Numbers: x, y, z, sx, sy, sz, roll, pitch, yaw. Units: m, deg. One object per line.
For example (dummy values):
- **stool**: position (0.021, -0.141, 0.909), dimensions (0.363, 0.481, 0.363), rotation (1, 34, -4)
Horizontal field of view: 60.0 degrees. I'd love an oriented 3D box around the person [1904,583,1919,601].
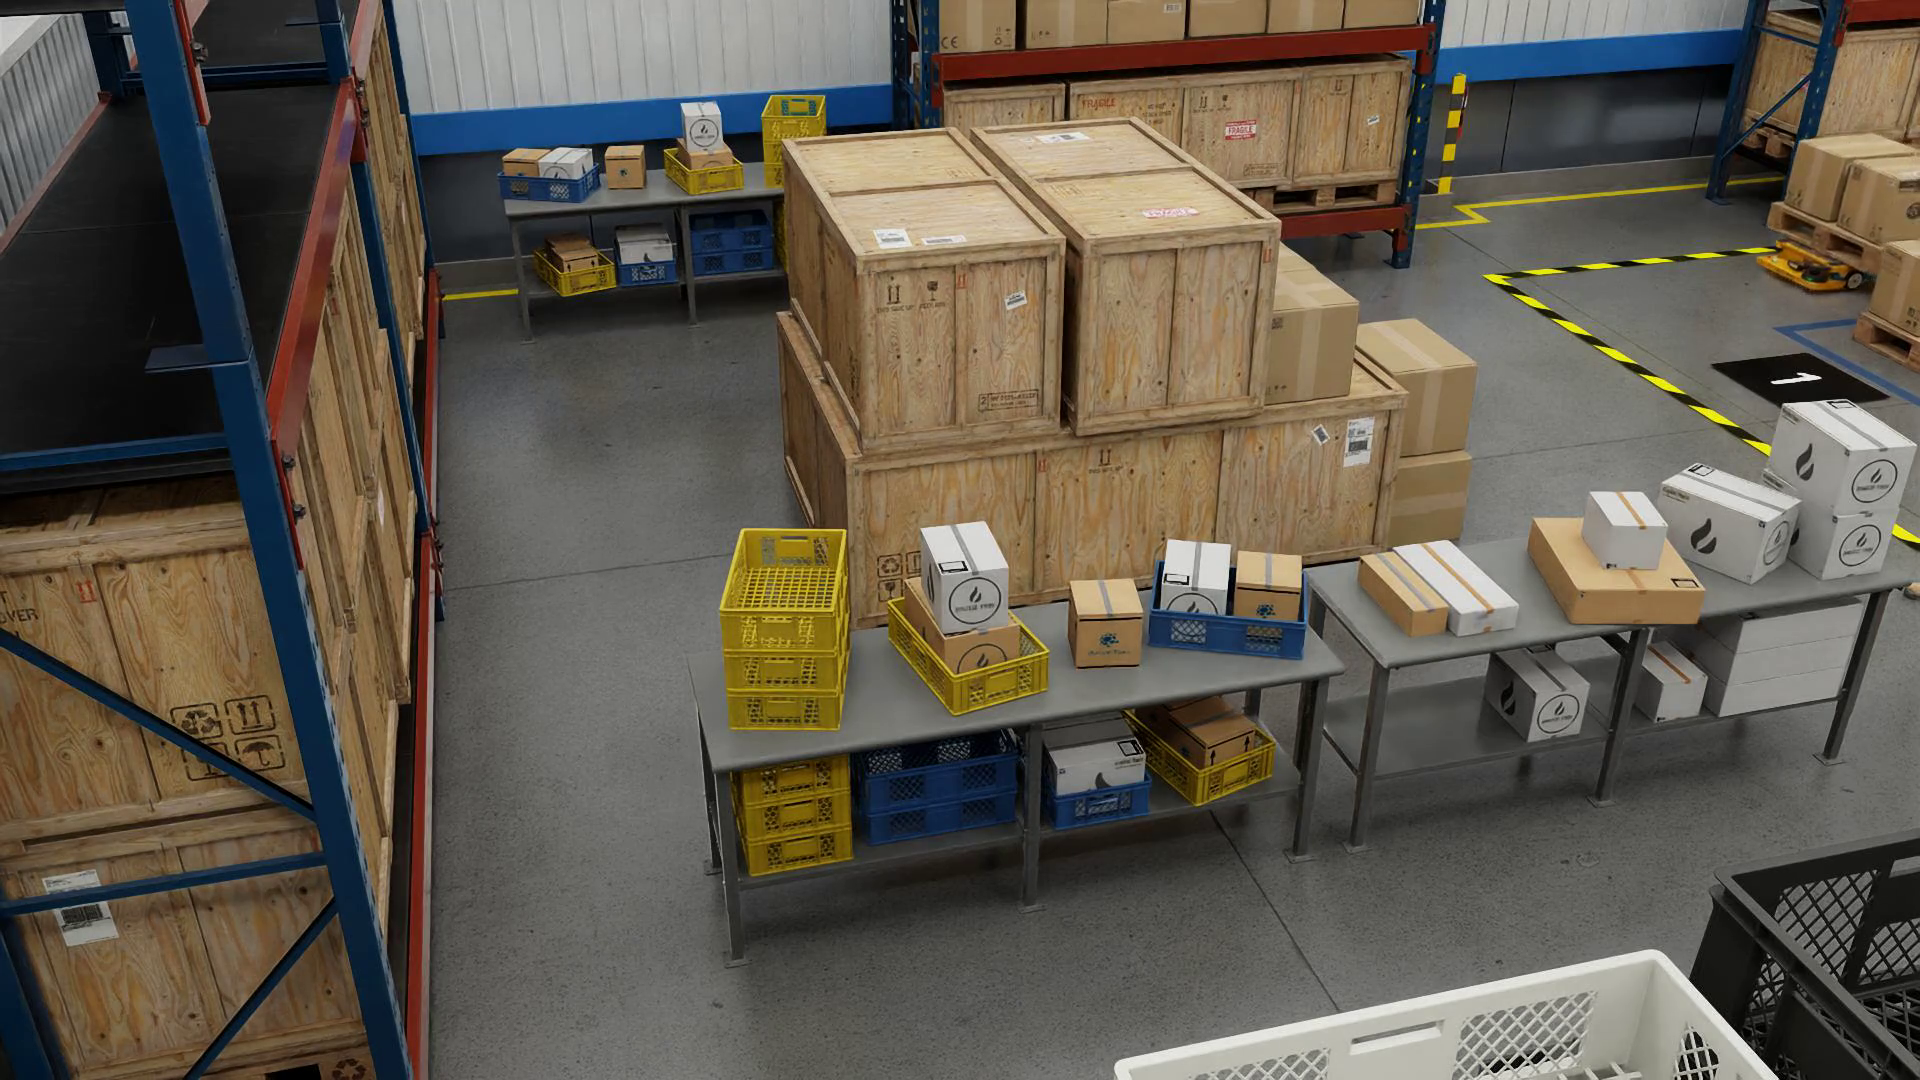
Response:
- **person**: position (5.150, -0.487, 8.177), dimensions (0.399, 2.028, 0.613), rotation (0, 29, 0)
